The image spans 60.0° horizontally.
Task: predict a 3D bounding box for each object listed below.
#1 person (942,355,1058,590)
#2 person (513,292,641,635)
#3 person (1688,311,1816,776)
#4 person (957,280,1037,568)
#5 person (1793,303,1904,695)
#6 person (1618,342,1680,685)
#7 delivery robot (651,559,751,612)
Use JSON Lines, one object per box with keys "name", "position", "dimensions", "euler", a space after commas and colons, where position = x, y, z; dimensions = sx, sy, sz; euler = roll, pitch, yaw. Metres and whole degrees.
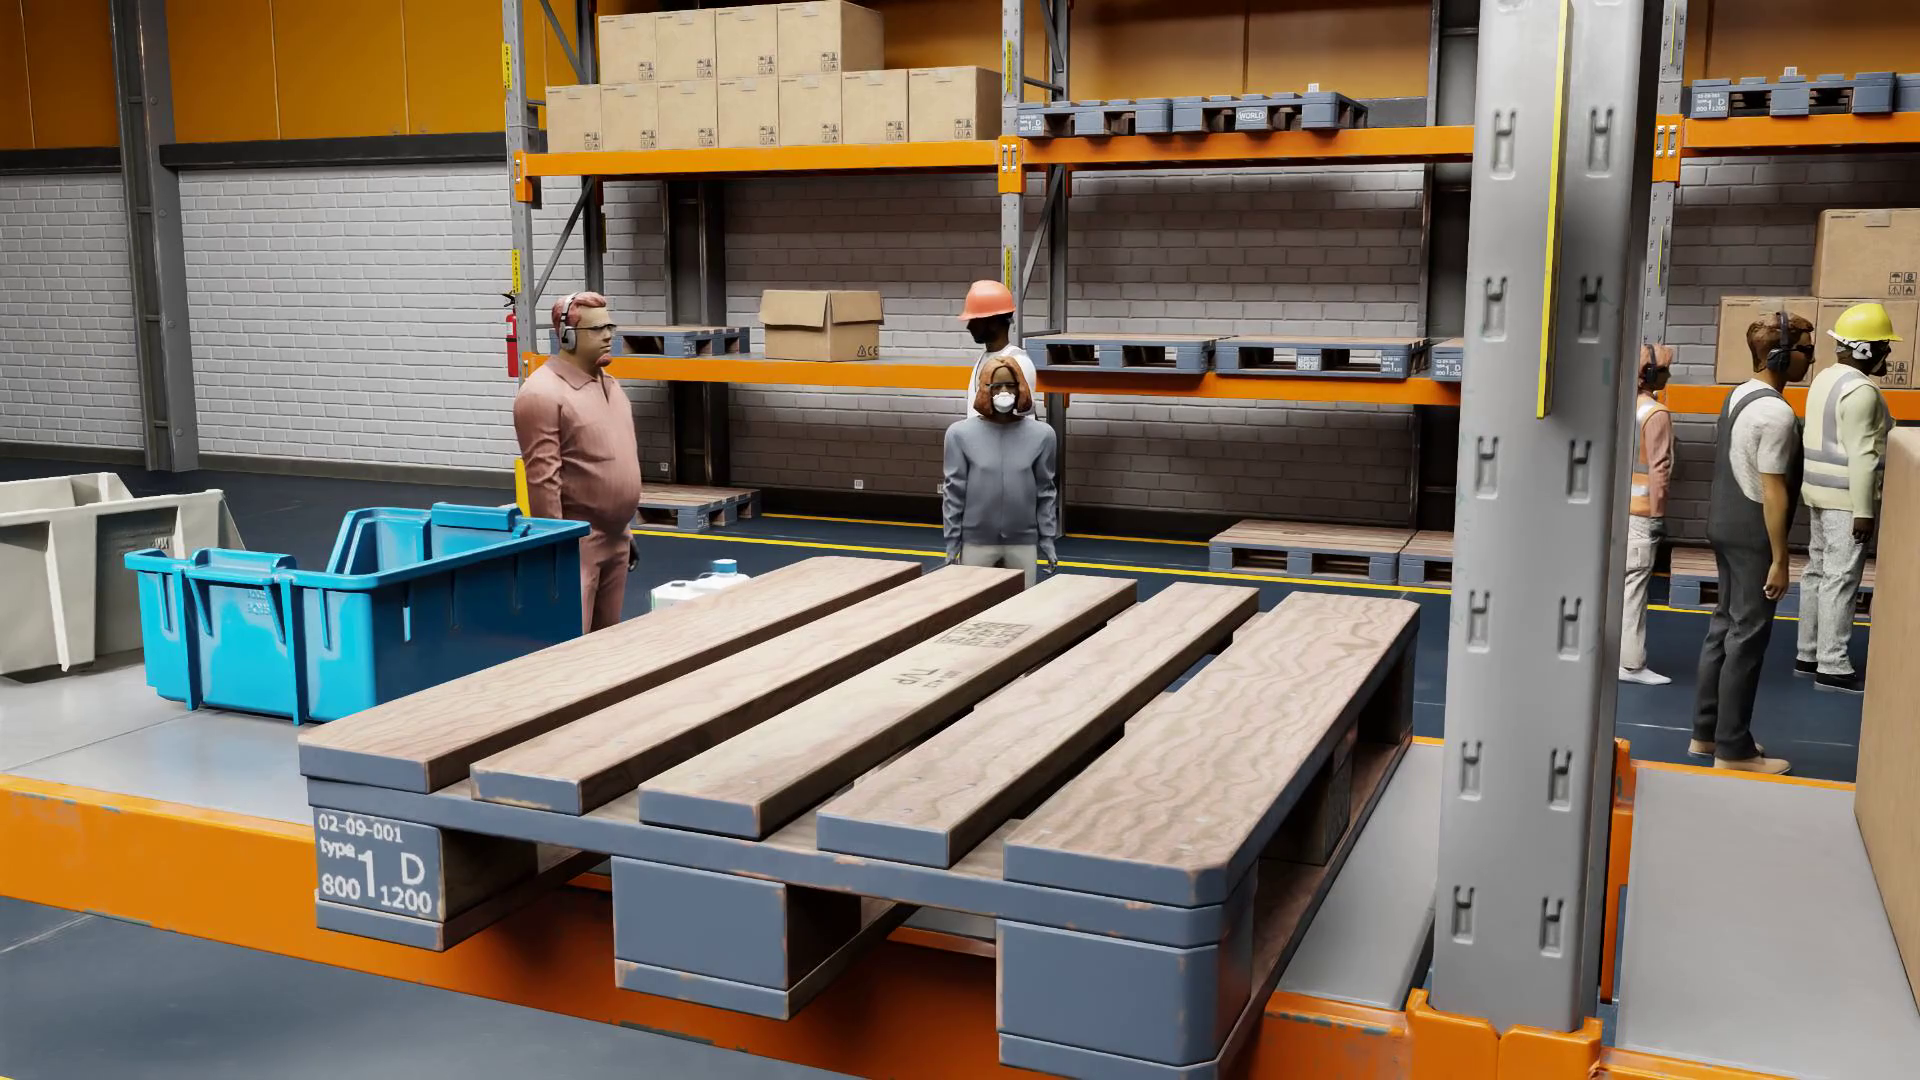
{"name": "person", "position": [0.173, 0.029, 7.113], "dimensions": [0.498, 1.634, 0.280], "euler": [-2, 10, -10]}
{"name": "person", "position": [-1.447, -0.009, 6.527], "dimensions": [0.407, 1.910, 0.638], "euler": [3, 10, 16]}
{"name": "person", "position": [3.124, 0.028, 6.536], "dimensions": [0.341, 1.841, 0.511], "euler": [1, 10, 6]}
{"name": "person", "position": [0.174, -0.356, 8.537], "dimensions": [0.376, 1.931, 0.542], "euler": [-4, 10, -23]}
{"name": "person", "position": [4.204, -0.197, 7.874], "dimensions": [0.404, 1.831, 0.600], "euler": [2, 10, 9]}
{"name": "person", "position": [3.257, -0.130, 8.047], "dimensions": [0.314, 1.641, 0.515], "euler": [-1, 10, -5]}
{"name": "delivery robot", "position": [-1.150, 0.339, 8.193], "dimensions": [0.707, 0.478, 0.477], "euler": [2, 10, 16]}
